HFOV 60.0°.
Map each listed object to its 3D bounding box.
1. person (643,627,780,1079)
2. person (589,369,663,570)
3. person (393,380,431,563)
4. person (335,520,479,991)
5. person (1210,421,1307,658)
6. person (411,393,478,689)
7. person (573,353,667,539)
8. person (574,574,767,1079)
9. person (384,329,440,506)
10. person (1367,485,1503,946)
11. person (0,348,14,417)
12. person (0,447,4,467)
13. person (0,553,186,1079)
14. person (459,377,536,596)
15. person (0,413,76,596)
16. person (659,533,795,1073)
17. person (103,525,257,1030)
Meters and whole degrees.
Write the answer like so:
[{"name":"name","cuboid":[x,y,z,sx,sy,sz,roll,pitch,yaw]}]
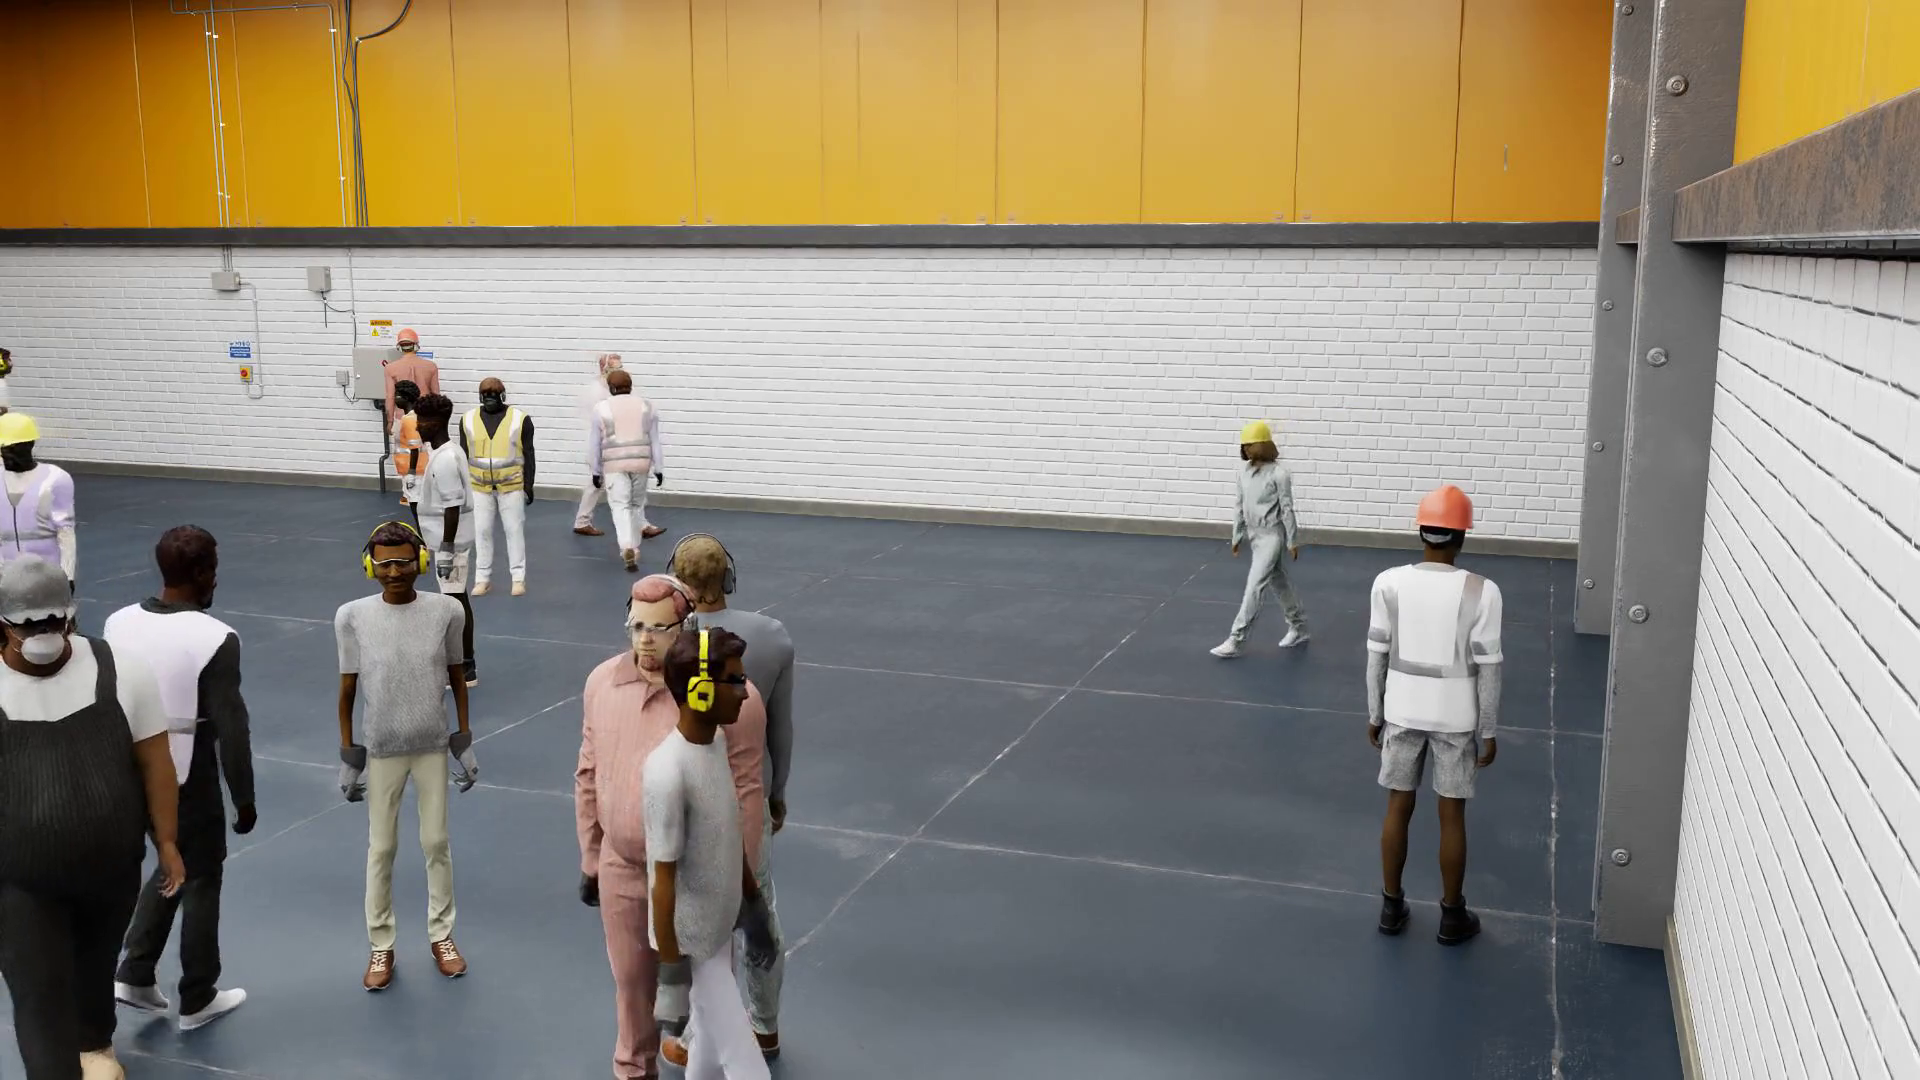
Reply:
[{"name":"person","cuboid":[-0.683,1.163,4.794,0.456,1.851,0.534,1,10,4]},{"name":"person","cuboid":[-3.020,-0.646,15.134,0.644,1.814,0.867,-5,11,-26]},{"name":"person","cuboid":[-5.041,-0.624,15.302,0.316,1.695,0.542,-3,11,-16]},{"name":"person","cuboid":[-2.183,0.840,6.585,0.523,1.865,0.317,-4,11,-23]},{"name":"person","cuboid":[2.185,-0.018,11.919,0.951,1.684,0.492,-6,12,-29]},{"name":"person","cuboid":[-3.400,0.003,11.018,0.366,1.962,0.614,-2,10,-14]},{"name":"person","cuboid":[-3.453,-0.934,16.600,0.998,1.854,0.659,0,10,2]},{"name":"person","cuboid":[-0.945,1.044,5.322,0.642,1.907,0.410,3,10,15]},{"name":"person","cuboid":[-6.154,-1.380,18.738,0.609,1.988,0.392,-6,11,-29]},{"name":"person","cuboid":[1.996,0.730,7.007,0.551,1.932,0.378,6,12,29]},{"name":"person","cuboid":[-10.311,-1.145,17.893,0.990,1.831,0.533,-8,13,-37]},{"name":"person","cuboid":[-7.517,-0.291,12.890,0.565,1.882,0.975,-5,11,-26]},{"name":"person","cuboid":[-2.917,0.962,5.403,0.688,2.000,1.056,-9,13,-40]},{"name":"person","cuboid":[-3.867,-0.443,13.884,0.633,1.839,0.429,-1,10,-4]},{"name":"person","cuboid":[-5.708,0.169,10.237,0.590,1.915,0.415,1,10,6]},{"name":"person","cuboid":[-0.867,0.936,5.851,0.627,1.935,0.371,-7,12,-36]},{"name":"person","cuboid":[-2.927,0.893,6.213,0.657,1.894,0.455,3,11,19]}]
